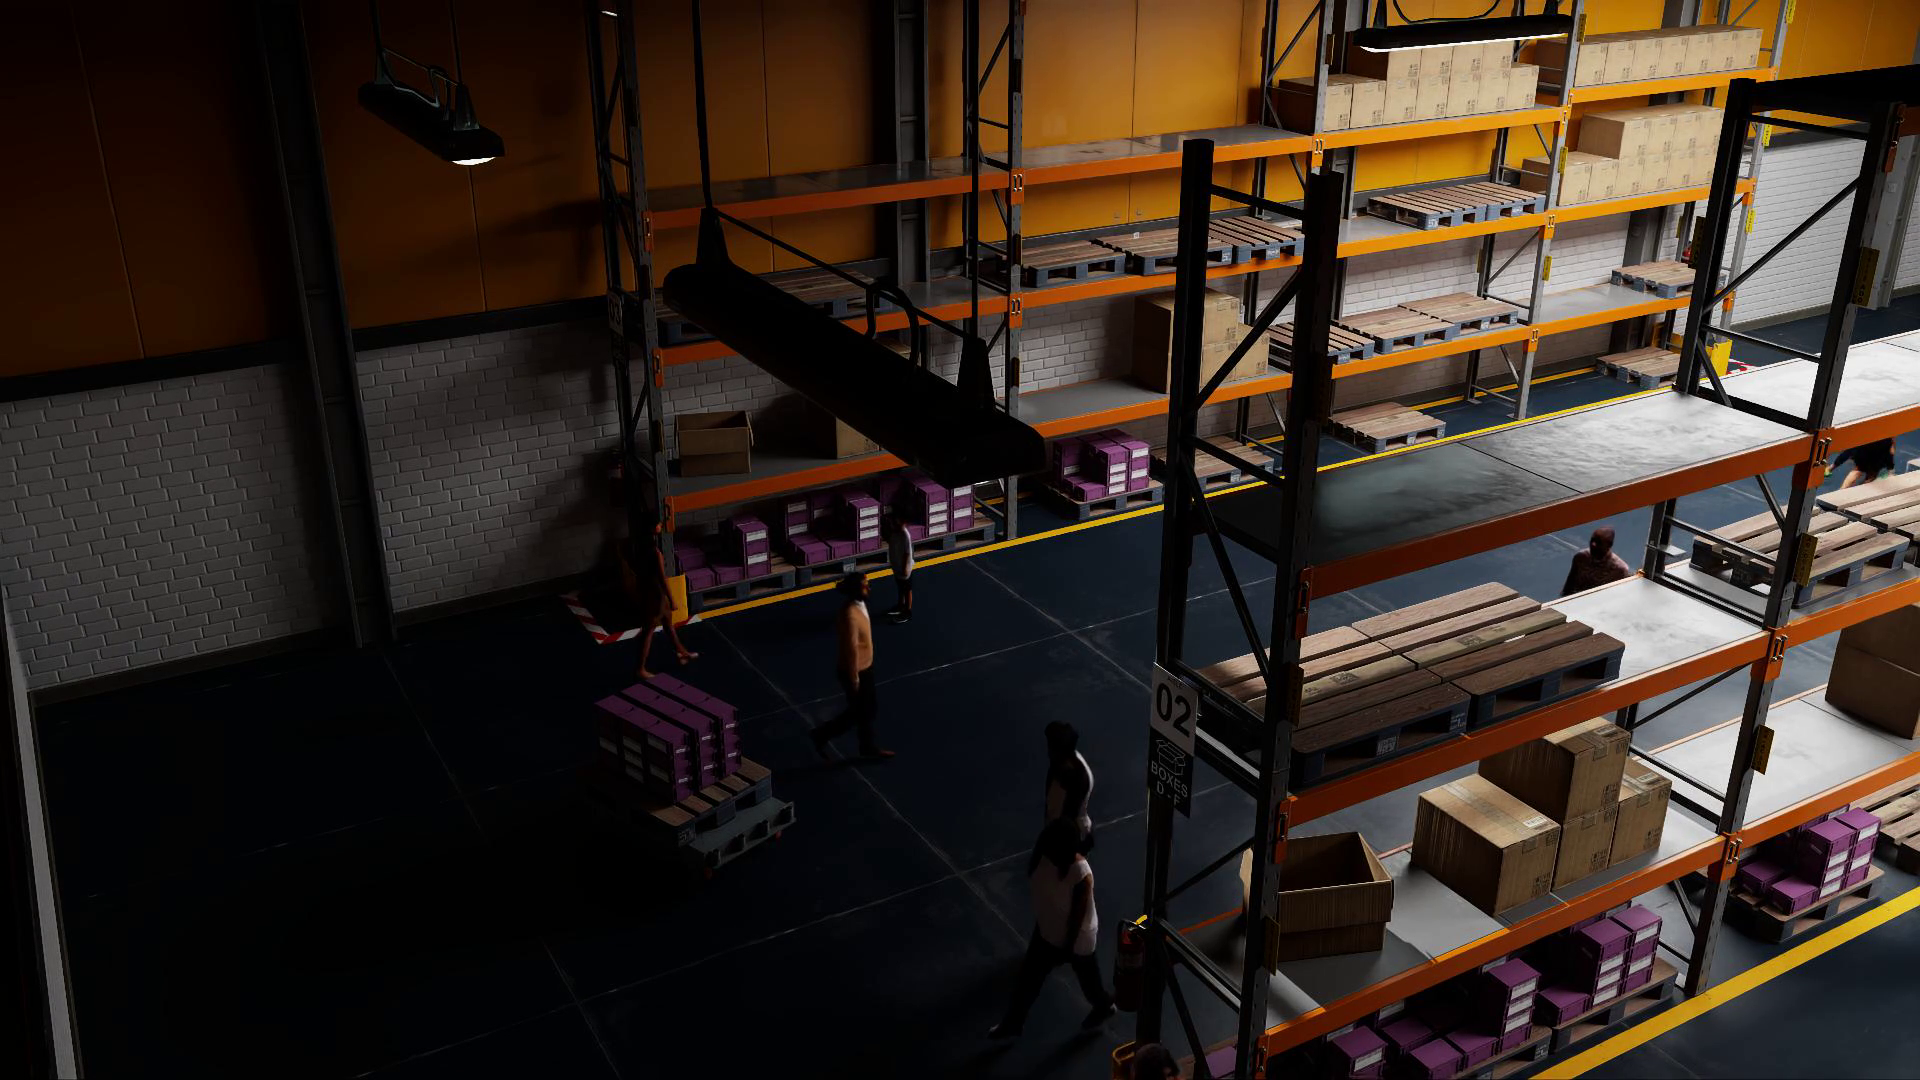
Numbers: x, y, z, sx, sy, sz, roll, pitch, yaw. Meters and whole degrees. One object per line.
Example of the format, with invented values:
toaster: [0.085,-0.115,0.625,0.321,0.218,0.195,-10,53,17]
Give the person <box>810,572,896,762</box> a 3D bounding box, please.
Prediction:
person: [-0.944,1.088,13.882,1.065,1.738,0.968,3,24,7]

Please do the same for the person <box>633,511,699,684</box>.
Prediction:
person: [-2.898,0.550,15.207,0.888,1.662,0.584,-13,27,-27]

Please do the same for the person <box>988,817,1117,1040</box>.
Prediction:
person: [0.731,2.512,10.741,1.108,1.644,0.662,-12,26,-26]

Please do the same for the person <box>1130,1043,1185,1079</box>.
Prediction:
person: [0.990,3.333,8.802,1.033,1.693,0.741,-14,27,-28]

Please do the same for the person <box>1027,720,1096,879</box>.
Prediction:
person: [0.825,2.045,11.526,0.700,1.872,0.746,-8,25,-18]

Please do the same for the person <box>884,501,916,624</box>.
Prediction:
person: [-0.570,0.198,16.511,0.532,1.262,0.514,-9,25,-19]

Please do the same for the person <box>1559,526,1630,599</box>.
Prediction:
person: [5.634,0.697,14.738,1.200,1.769,0.798,-17,29,-33]
